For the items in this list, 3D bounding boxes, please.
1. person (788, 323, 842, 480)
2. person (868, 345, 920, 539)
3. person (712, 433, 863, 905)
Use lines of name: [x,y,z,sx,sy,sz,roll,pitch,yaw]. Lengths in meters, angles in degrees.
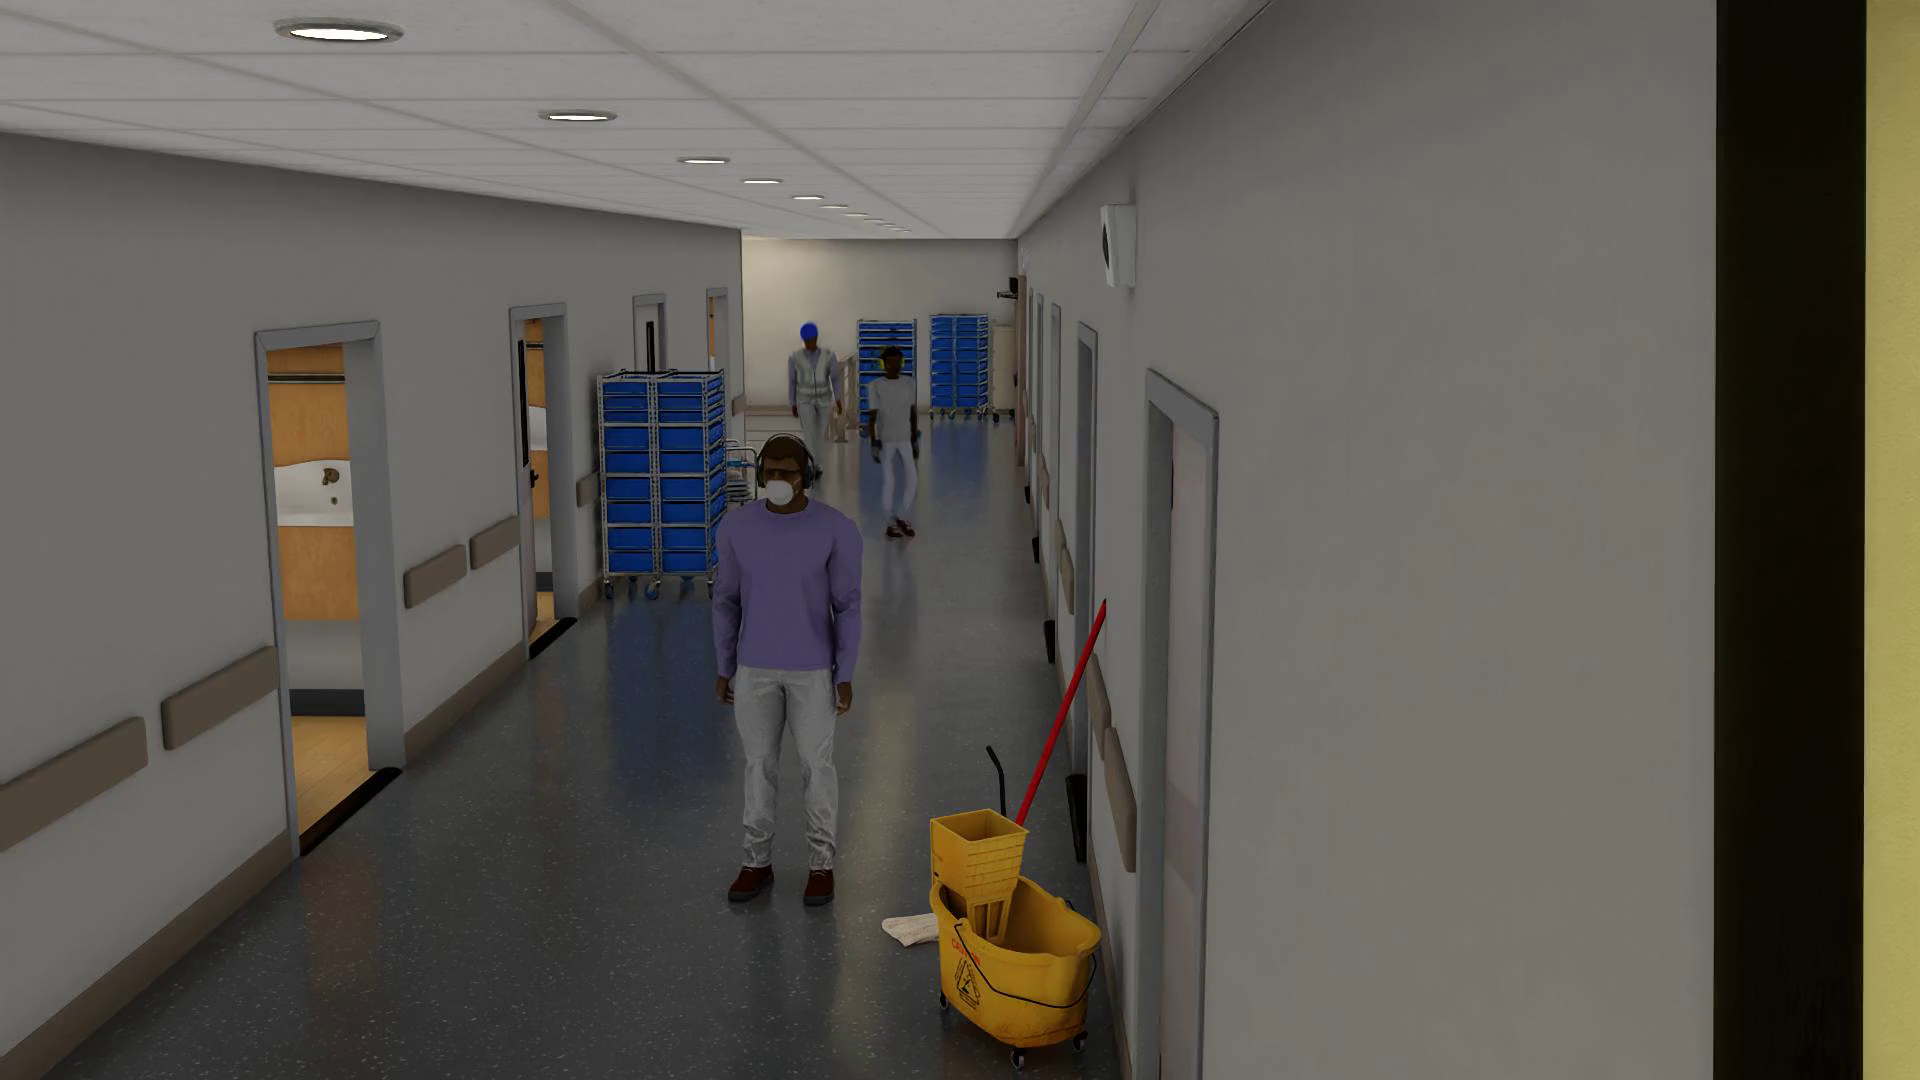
person: [-1.751,-1.682,20.196,0.621,1.875,1.050,-2,10,-13]
person: [-0.599,-0.920,15.755,0.537,1.843,0.492,-4,10,-24]
person: [-0.709,0.527,6.814,0.632,1.940,0.372,2,10,9]
